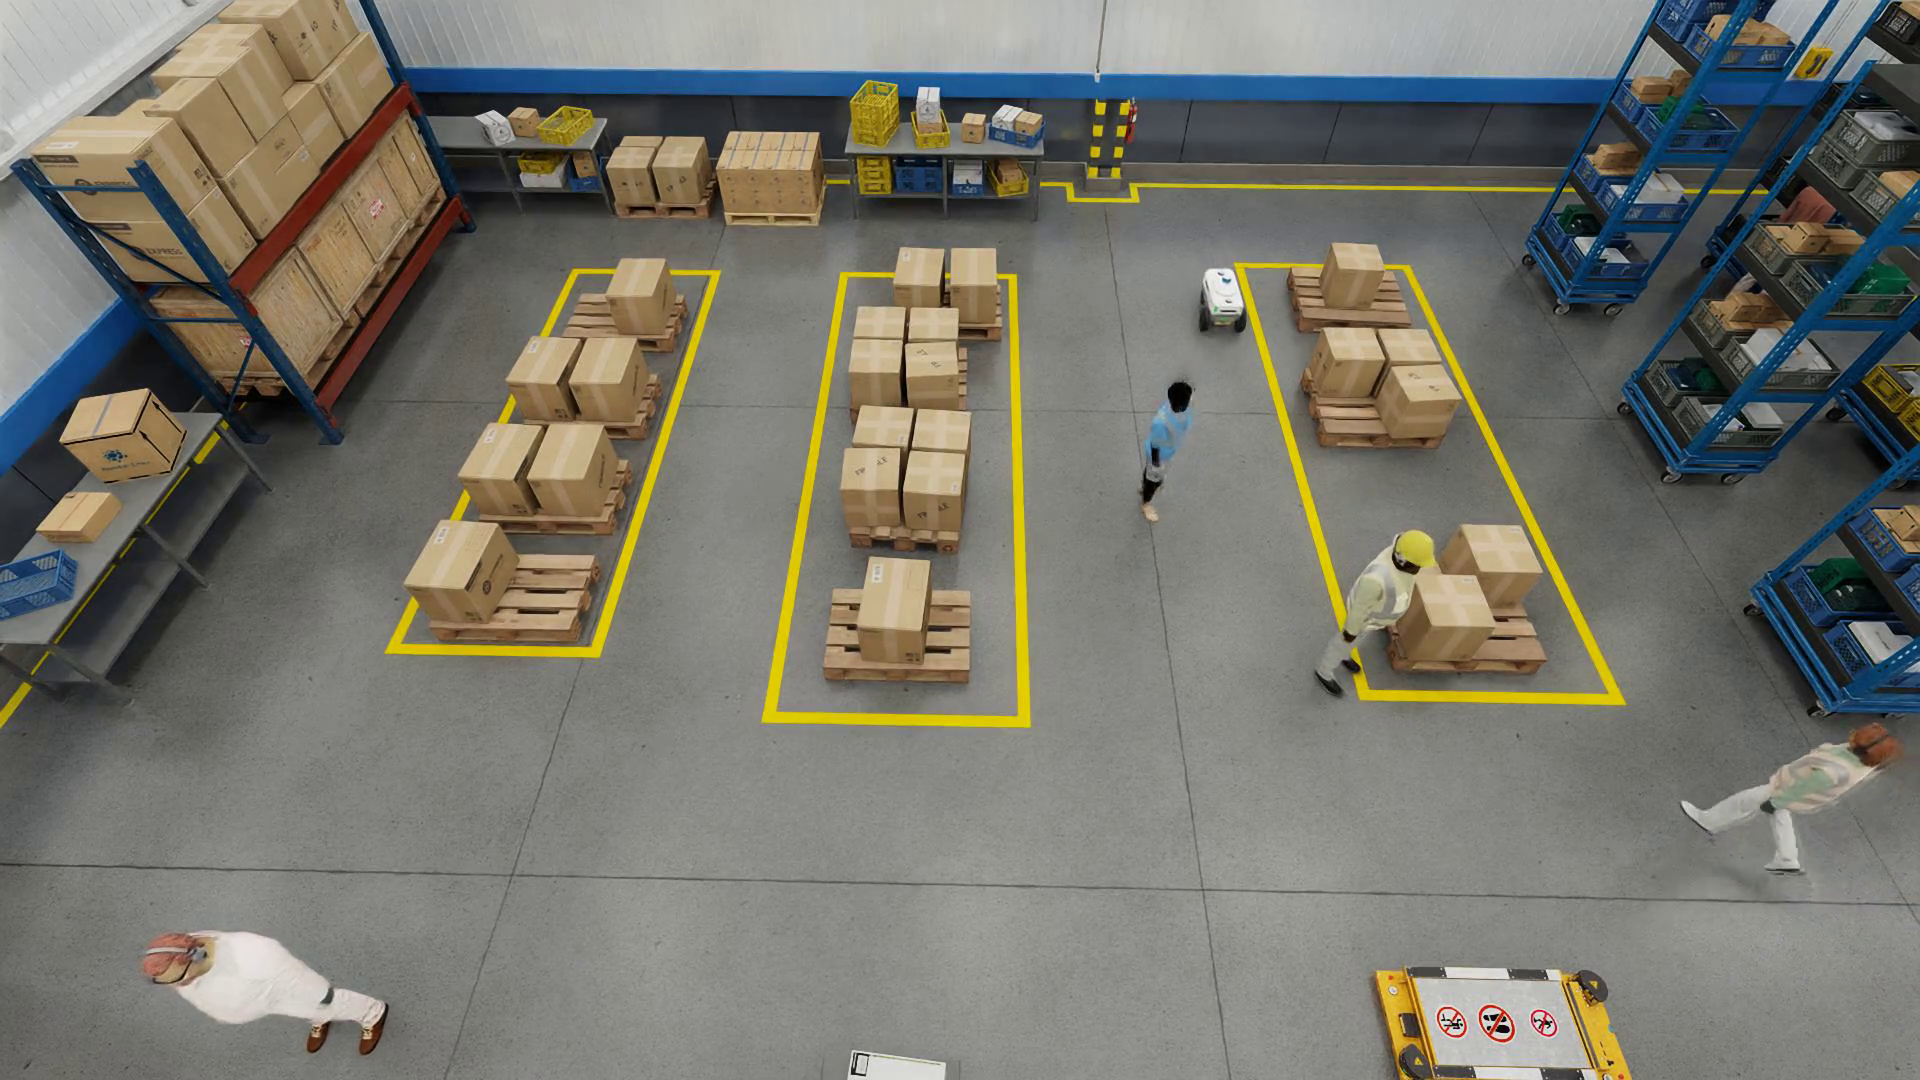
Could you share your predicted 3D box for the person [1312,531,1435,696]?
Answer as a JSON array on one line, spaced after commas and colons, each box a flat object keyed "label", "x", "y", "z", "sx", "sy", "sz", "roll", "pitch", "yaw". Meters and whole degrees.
[{"label": "person", "x": 3.166, "y": 0.540, "z": 7.029, "sx": 0.600, "sy": 1.827, "sz": 0.404, "roll": -36, "pitch": 59, "yaw": -26}]

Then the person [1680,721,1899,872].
[{"label": "person", "x": 5.694, "y": 1.732, "z": 6.187, "sx": 0.529, "sy": 1.618, "sz": 0.650, "roll": -17, "pitch": 53, "yaw": -13}]

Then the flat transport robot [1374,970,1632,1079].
[{"label": "flat transport robot", "x": 3.501, "y": 3.133, "z": 5.914, "sx": 1.431, "sy": 0.197, "sz": 0.652, "roll": 1, "pitch": 51, "yaw": 1}]

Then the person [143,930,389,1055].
[{"label": "person", "x": -3.990, "y": 2.620, "z": 5.294, "sx": 0.651, "sy": 1.900, "sz": 0.400, "roll": 3, "pitch": 51, "yaw": 2}]

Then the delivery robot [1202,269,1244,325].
[{"label": "delivery robot", "x": 3.020, "y": -2.826, "z": 10.529, "sx": 0.477, "sy": 0.478, "sz": 0.707, "roll": 1, "pitch": 50, "yaw": 0}]

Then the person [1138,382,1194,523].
[{"label": "person", "x": 1.849, "y": -0.854, "z": 8.275, "sx": 0.357, "sy": 1.665, "sz": 0.642, "roll": 32, "pitch": 58, "yaw": 23}]

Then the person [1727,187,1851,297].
[{"label": "person", "x": 9.041, "y": -3.153, "z": 9.945, "sx": 0.412, "sy": 1.983, "sz": 0.619, "roll": -19, "pitch": 53, "yaw": -15}]
